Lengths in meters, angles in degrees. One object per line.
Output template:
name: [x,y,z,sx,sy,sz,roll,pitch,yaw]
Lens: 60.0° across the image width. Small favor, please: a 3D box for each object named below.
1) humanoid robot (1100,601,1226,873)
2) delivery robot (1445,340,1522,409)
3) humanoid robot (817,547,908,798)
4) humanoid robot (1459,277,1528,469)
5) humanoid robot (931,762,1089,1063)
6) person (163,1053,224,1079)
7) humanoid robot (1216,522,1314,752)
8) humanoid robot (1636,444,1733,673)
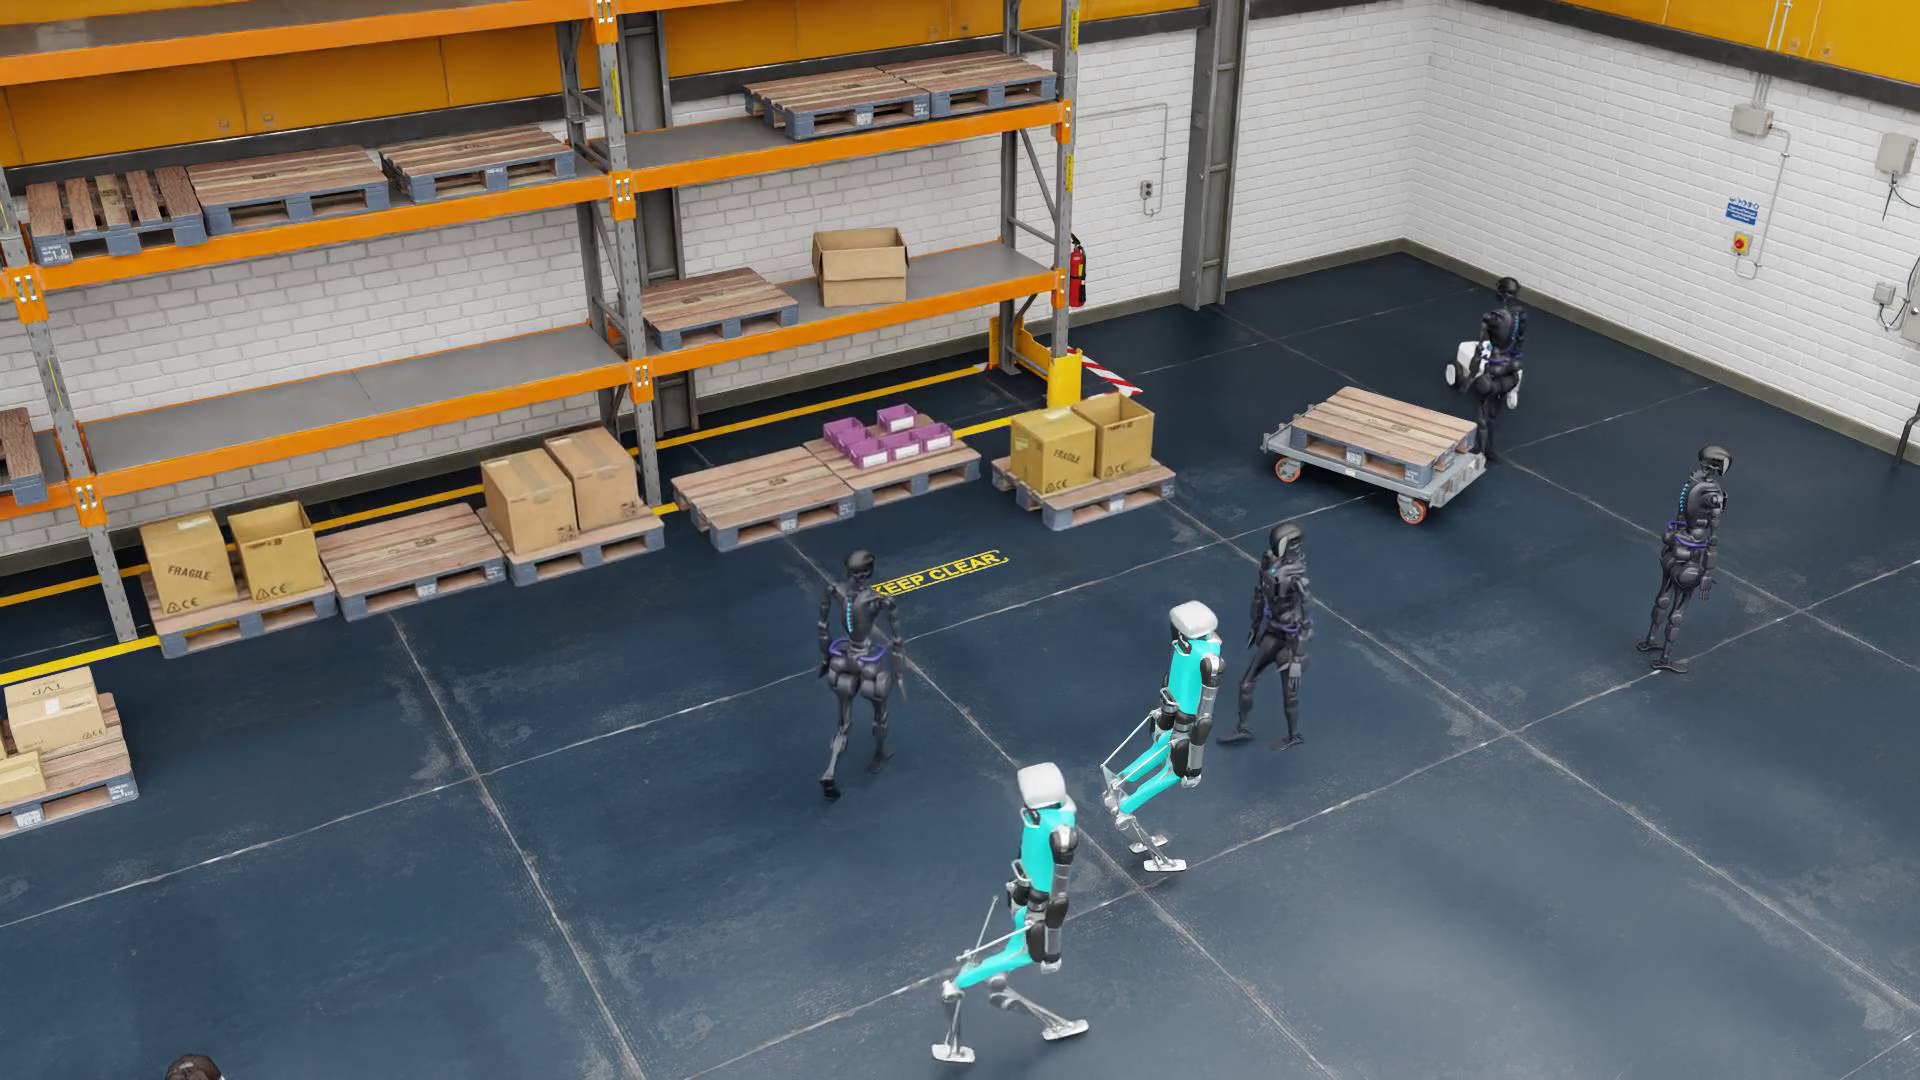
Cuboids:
humanoid robot: [1.062,1.140,9.333,0.735,1.673,0.533,-8,30,-14]
delivery robot: [4.903,-1.575,15.492,0.499,0.614,0.802,-5,30,-9]
humanoid robot: [-0.630,0.801,10.142,0.616,1.630,0.648,11,31,19]
humanoid robot: [4.521,-1.415,14.046,0.592,1.649,0.351,-17,33,-27]
humanoid robot: [0.168,1.908,8.153,1.037,1.771,0.547,-8,30,-14]
person: [-2.804,2.745,6.477,0.548,1.877,0.406,-14,32,-23]
humanoid robot: [1.984,0.638,10.426,0.550,1.642,0.589,-13,32,-21]
humanoid robot: [4.974,0.096,11.358,0.315,1.657,0.599,1,29,1]
